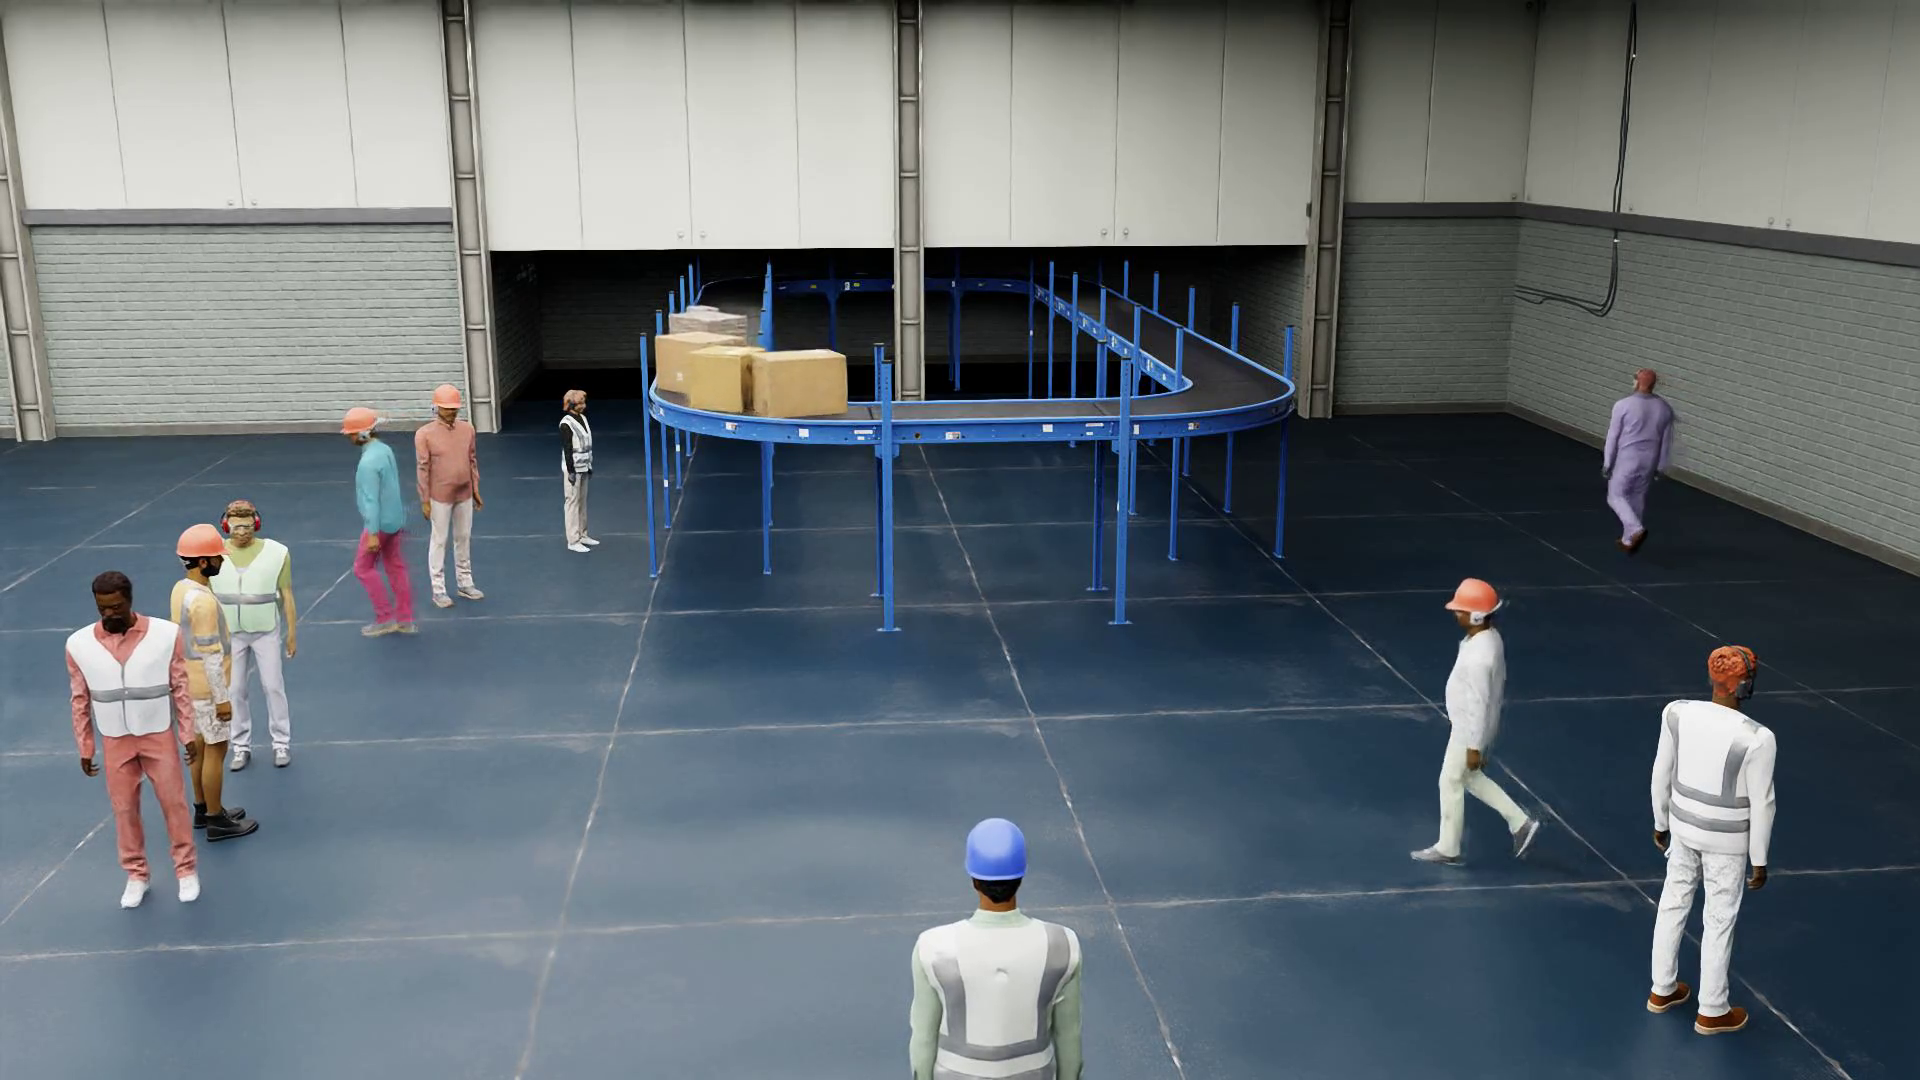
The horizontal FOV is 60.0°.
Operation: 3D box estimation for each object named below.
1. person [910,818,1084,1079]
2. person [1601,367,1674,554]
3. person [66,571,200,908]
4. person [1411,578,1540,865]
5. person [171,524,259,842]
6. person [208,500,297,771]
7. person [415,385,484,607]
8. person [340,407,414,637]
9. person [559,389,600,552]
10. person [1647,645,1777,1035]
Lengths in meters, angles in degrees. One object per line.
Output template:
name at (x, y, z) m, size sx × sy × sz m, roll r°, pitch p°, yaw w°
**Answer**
person at (0.128, 1.898, 5.784) m, size 0.600 × 1.939 × 0.426 m, roll -2°, pitch 14°, yaw -8°
person at (6.750, -0.771, 16.554) m, size 0.655 × 1.884 × 0.647 m, roll -3°, pitch 14°, yaw -11°
person at (-4.519, 1.073, 9.137) m, size 0.603 × 1.906 × 0.387 m, roll -4°, pitch 15°, yaw -17°
person at (2.997, 1.059, 9.532) m, size 0.614 × 1.733 × 0.565 m, roll 6°, pitch 15°, yaw 23°
person at (-4.491, 0.851, 9.990) m, size 0.390 × 1.929 × 0.540 m, roll -10°, pitch 17°, yaw -34°
person at (-4.724, 0.620, 11.094) m, size 0.575 × 1.833 × 0.402 m, roll -3°, pitch 14°, yaw -12°
person at (-4.546, -0.406, 14.877) m, size 0.395 × 1.990 × 0.619 m, roll 11°, pitch 18°, yaw 38°
person at (-4.881, -0.146, 13.866) m, size 0.497 × 1.970 × 0.689 m, roll -1°, pitch 14°, yaw -3°
person at (-3.865, -0.704, 16.791) m, size 0.307 × 1.638 × 0.513 m, roll 2°, pitch 14°, yaw 7°
person at (3.546, 1.403, 7.859) m, size 0.340 × 1.882 × 0.586 m, roll -9°, pitch 17°, yaw -32°
